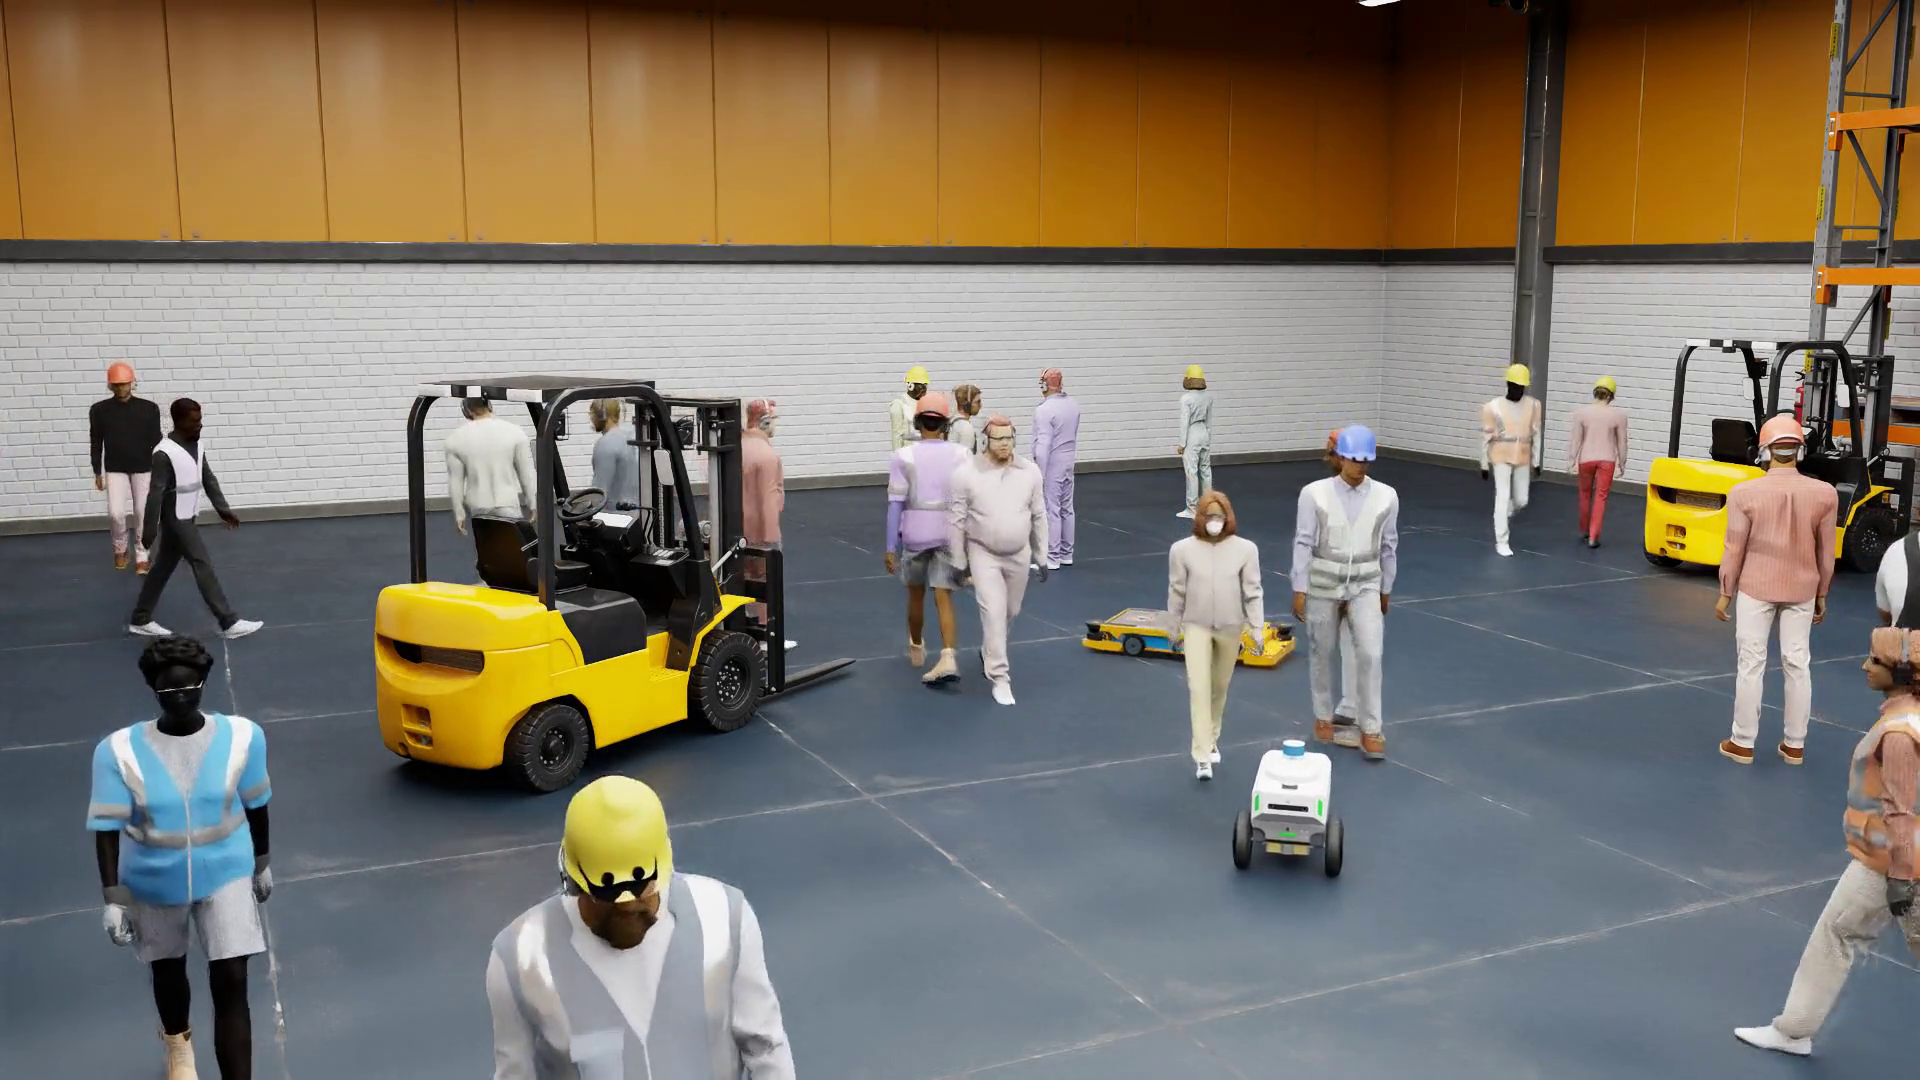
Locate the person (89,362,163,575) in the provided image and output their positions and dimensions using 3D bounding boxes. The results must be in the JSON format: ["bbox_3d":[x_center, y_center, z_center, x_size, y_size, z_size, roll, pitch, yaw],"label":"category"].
[{"bbox_3d":[-7.674,-0.655,15.359,0.614,1.980,0.423,-4,10,-26],"label":"person"}]

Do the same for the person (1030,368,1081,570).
[{"bbox_3d":[0.862,-0.666,15.650,0.403,1.904,0.637,6,11,33],"label":"person"}]

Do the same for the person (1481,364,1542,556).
[{"bbox_3d":[5.457,-0.814,16.561,0.590,1.902,0.630,-1,9,-5],"label":"person"}]

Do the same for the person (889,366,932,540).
[{"bbox_3d":[-0.471,-0.899,17.345,0.403,1.825,0.595,8,12,42],"label":"person"}]

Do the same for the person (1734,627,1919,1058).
[{"bbox_3d":[3.237,1.081,5.729,0.863,1.598,0.525,7,12,37],"label":"person"}]

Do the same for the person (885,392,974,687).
[{"bbox_3d":[-0.188,-0.011,11.380,0.653,1.992,1.022,-1,9,-7],"label":"person"}]

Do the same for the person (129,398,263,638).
[{"bbox_3d":[-5.915,-0.158,12.666,1.065,1.852,0.593,-1,9,-6],"label":"person"}]

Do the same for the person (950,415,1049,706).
[{"bbox_3d":[0.256,0.090,11.085,0.655,1.874,0.932,-3,10,-17],"label":"person"}]

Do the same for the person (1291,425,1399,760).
[{"bbox_3d":[2.227,0.304,9.600,0.635,1.914,0.841,0,9,3],"label":"person"}]

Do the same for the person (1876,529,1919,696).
[{"bbox_3d":[4.274,0.636,7.140,0.565,2.000,0.687,-3,10,-18],"label":"person"}]

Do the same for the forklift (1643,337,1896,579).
[{"bbox_3d":[7.551,-0.789,15.507,2.313,2.155,1.214,-4,10,-25],"label":"forklift"}]

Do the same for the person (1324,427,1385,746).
[{"bbox_3d":[2.369,0.257,9.999,0.400,1.882,0.689,3,10,18],"label":"person"}]

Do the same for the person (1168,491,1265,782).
[{"bbox_3d":[1.415,0.524,9.205,0.515,1.586,0.849,0,9,1],"label":"person"}]

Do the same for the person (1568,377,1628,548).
[{"bbox_3d":[6.559,-0.802,17.061,0.544,1.711,0.897,5,11,30],"label":"person"}]

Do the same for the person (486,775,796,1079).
[{"bbox_3d":[-0.705,1.322,3.687,0.645,1.790,0.813,-3,10,-20],"label":"person"}]

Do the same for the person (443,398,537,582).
[{"bbox_3d":[-3.644,-0.226,12.939,0.697,1.895,0.725,-2,9,-10],"label":"person"}]

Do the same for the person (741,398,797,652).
[{"bbox_3d":[-1.550,-0.092,12.143,0.626,1.886,0.671,-7,11,-36],"label":"person"}]

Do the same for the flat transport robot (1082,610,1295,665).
[{"bbox_3d":[1.681,0.698,12.229,1.431,0.197,0.652,4,10,24],"label":"flat transport robot"}]

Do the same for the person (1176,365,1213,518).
[{"bbox_3d":[2.665,-1.122,18.967,0.487,1.744,0.313,-7,11,-37],"label":"person"}]

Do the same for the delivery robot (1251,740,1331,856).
[{"bbox_3d":[1.588,1.200,7.944,0.477,0.478,0.707,2,10,14],"label":"delivery robot"}]

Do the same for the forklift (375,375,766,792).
[{"bbox_3d":[-2.268,0.149,9.685,1.214,2.155,2.313,6,11,32],"label":"forklift"}]

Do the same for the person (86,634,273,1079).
[{"bbox_3d":[-2.499,1.111,5.390,0.544,1.639,0.916,-5,10,-27],"label":"person"}]

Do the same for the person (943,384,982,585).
[{"bbox_3d":[-0.107,-0.464,14.669,0.681,1.823,0.517,-2,9,-14],"label":"person"}]

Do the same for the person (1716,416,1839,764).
[{"bbox_3d":[4.621,0.293,9.450,0.610,1.983,0.392,1,9,7],"label":"person"}]

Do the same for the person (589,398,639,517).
[{"bbox_3d":[-2.501,-0.159,12.544,0.982,1.895,0.641,0,9,-3],"label":"person"}]
